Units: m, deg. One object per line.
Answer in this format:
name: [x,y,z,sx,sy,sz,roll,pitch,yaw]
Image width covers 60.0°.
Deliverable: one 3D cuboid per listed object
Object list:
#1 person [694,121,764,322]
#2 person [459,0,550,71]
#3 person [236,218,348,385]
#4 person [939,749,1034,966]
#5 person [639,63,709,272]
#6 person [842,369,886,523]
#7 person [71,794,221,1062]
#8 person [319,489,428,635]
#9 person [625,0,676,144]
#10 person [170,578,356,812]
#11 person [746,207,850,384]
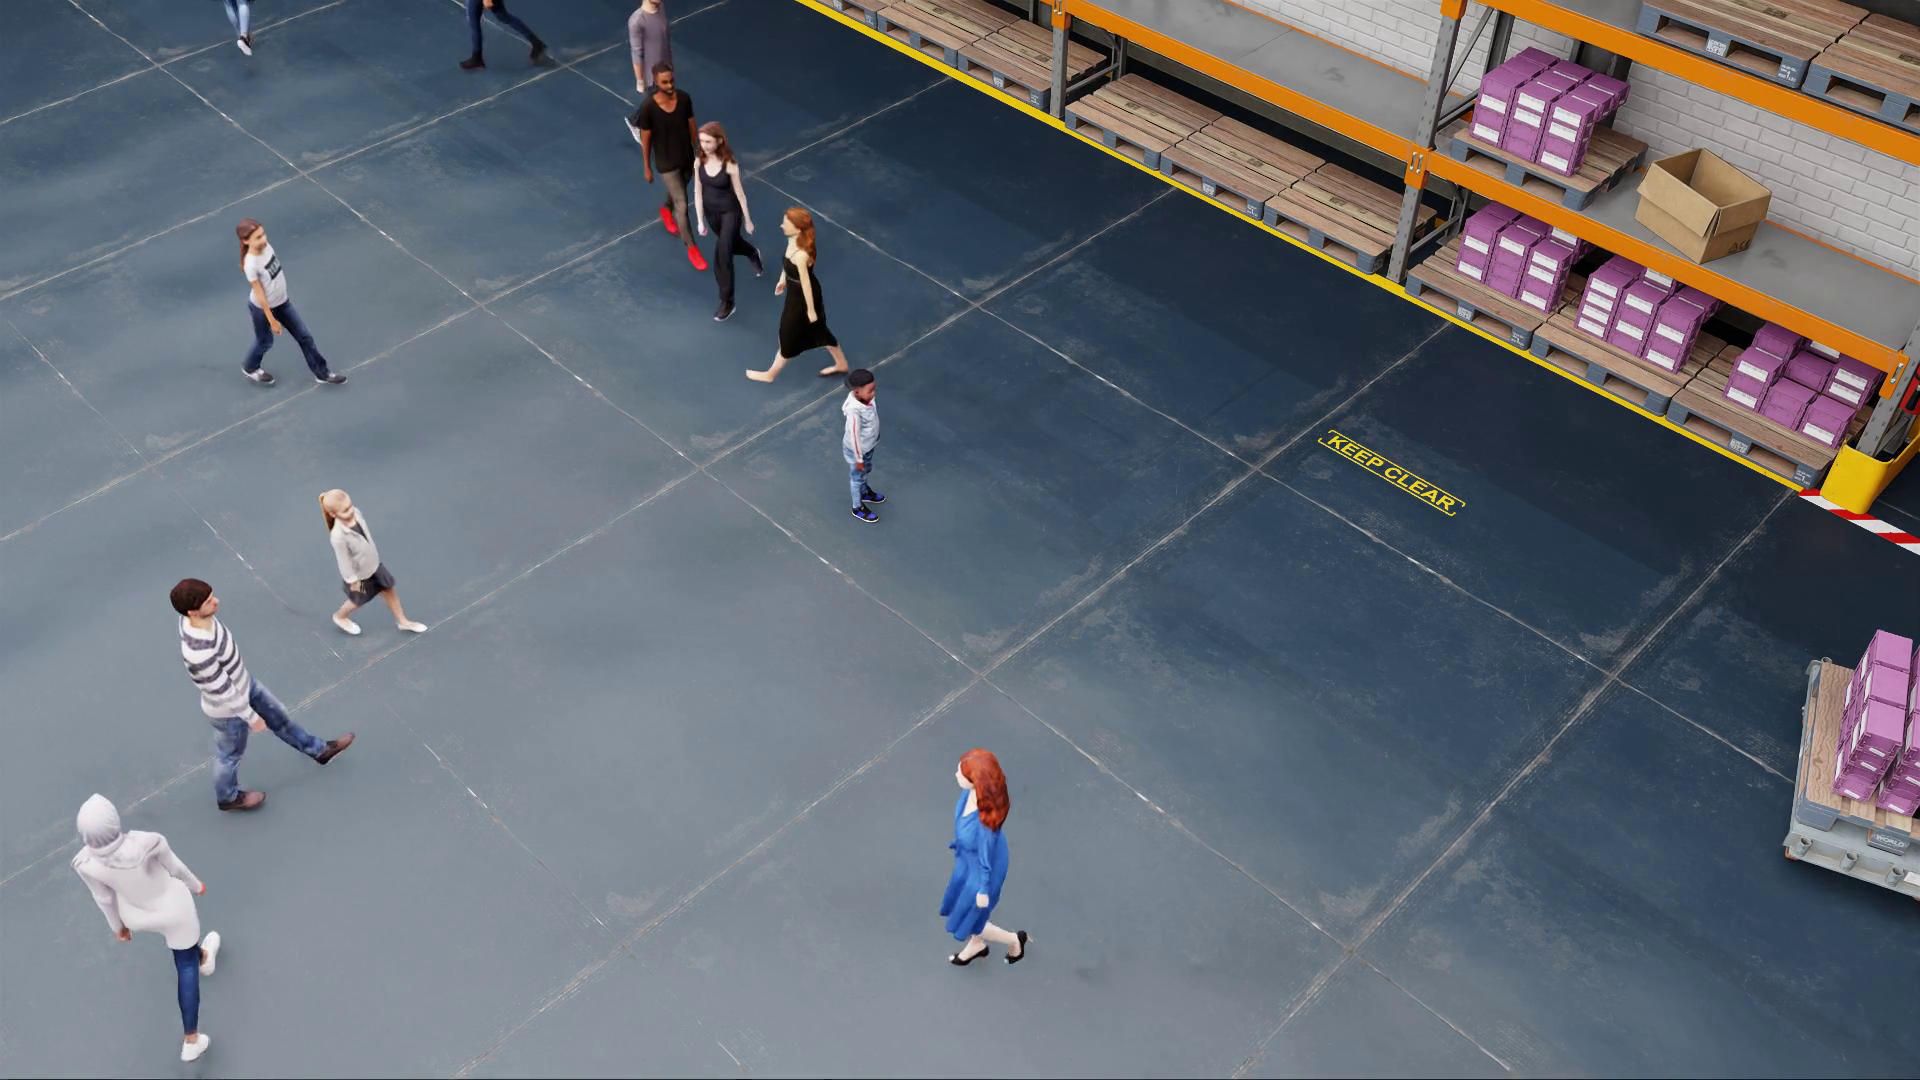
person: [-1.895,-2.729,13.746,1.154,1.704,0.938,14,45,14]
person: [-4.665,-5.519,16.671,1.177,1.710,1.173,-3,44,-3]
person: [-5.425,-1.819,12.922,1.119,1.524,0.941,8,44,9]
person: [0.190,1.768,8.945,0.907,1.816,0.852,-3,44,-3]
person: [-2.494,-3.295,14.292,0.769,1.770,1.224,-27,50,-25]
person: [-0.715,-0.710,11.949,0.606,1.260,0.563,10,44,10]
person: [-4.213,2.022,8.730,1.037,1.744,1.192,-6,44,-6]
person: [-4.028,0.169,11.030,0.931,1.255,0.770,12,45,12]
person: [-2.875,-4.345,15.357,1.171,1.822,0.934,17,46,17]
person: [-4.396,0.958,9.800,1.048,1.808,1.145,-14,45,-14]
person: [-1.118,-1.880,12.942,1.051,1.583,1.055,-4,44,-5]
